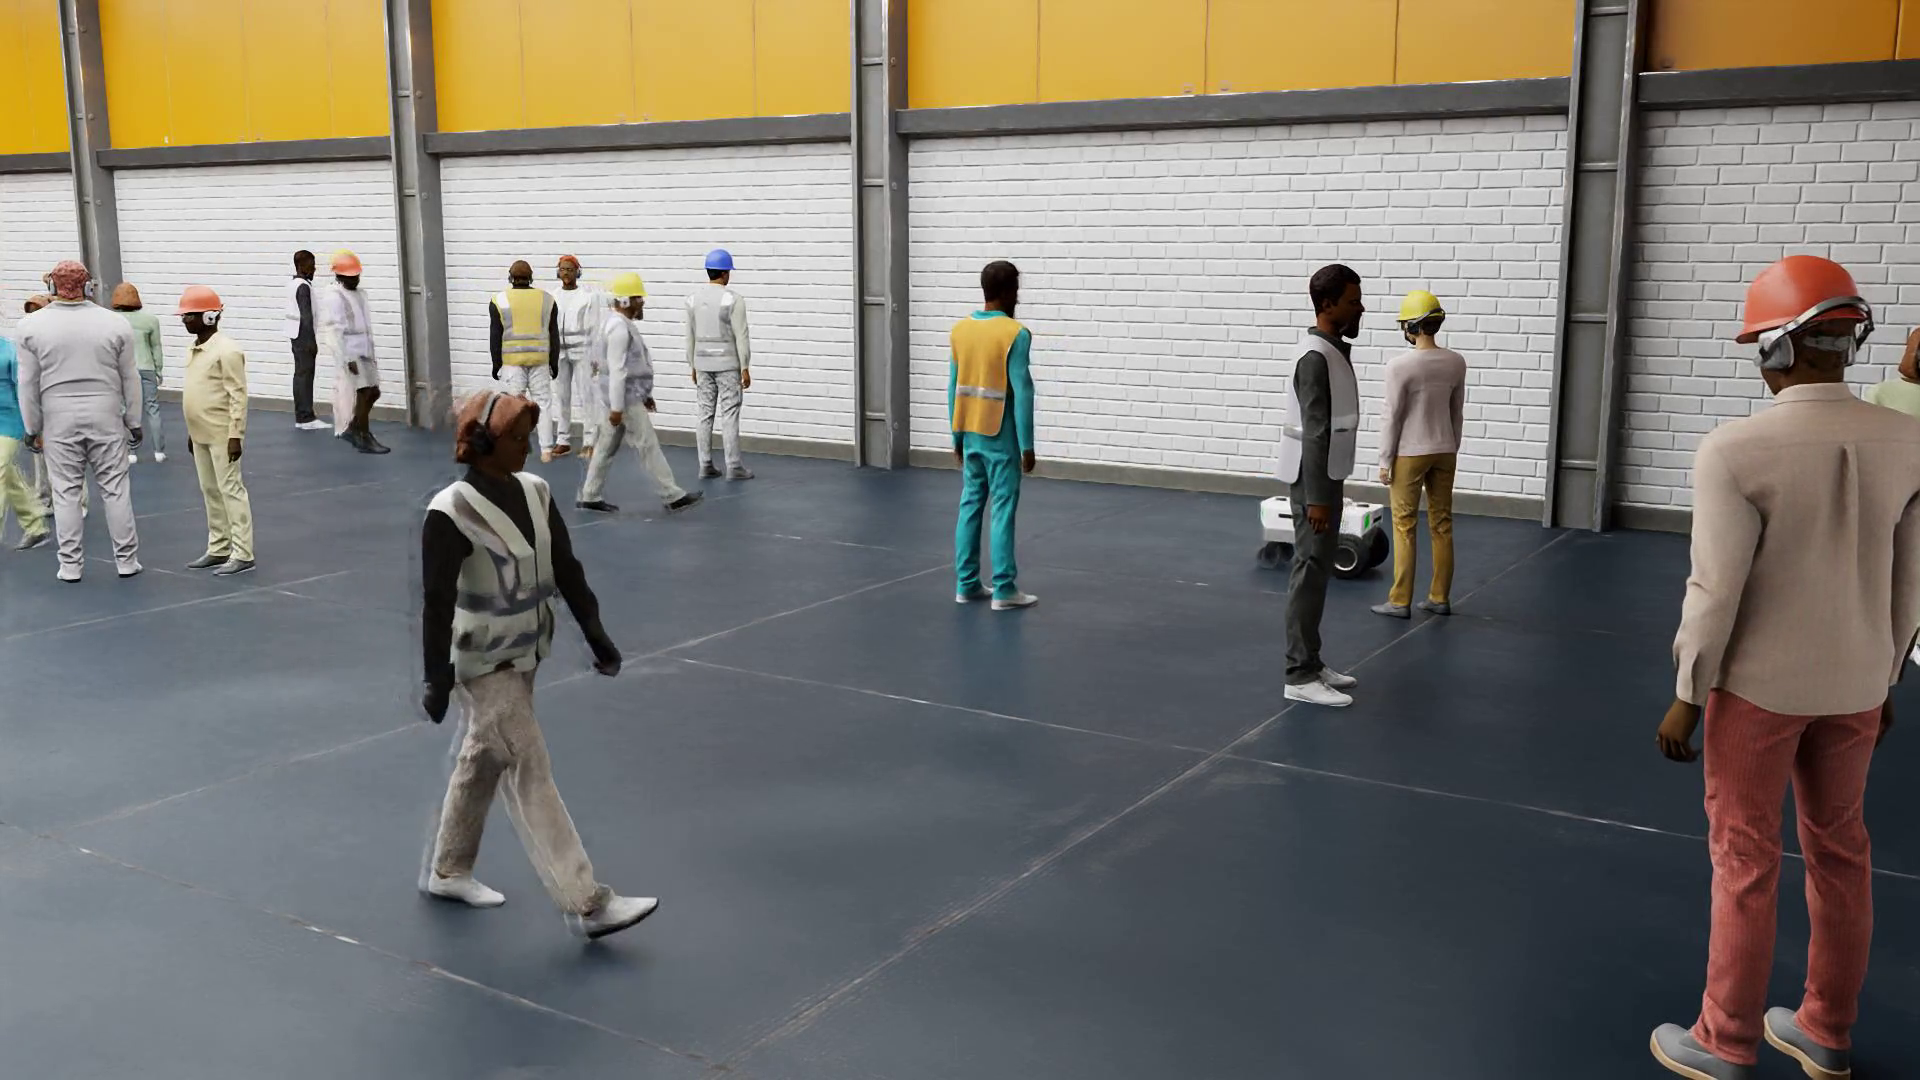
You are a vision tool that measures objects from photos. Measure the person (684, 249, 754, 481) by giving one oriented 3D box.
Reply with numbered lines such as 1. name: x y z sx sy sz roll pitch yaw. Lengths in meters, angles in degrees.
1. person: -2.026 -1.469 14.025 0.614 1.946 0.389 5 11 26

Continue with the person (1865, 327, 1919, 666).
1. person: 4.525 -0.205 7.891 0.500 1.633 0.286 4 11 20

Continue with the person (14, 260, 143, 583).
1. person: -5.213 -0.701 9.889 0.654 1.906 0.408 -6 12 -30

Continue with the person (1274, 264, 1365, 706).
1. person: 1.586 -0.234 7.329 0.386 1.896 0.596 3 11 17

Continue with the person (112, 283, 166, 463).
1. person: -7.528 -1.517 15.161 0.500 1.634 0.286 -7 12 -34

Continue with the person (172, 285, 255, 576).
1. person: -4.546 -0.663 10.101 0.575 1.749 0.334 8 13 38

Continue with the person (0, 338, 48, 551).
1. person: -6.160 -0.722 10.574 0.547 1.697 0.885 3 11 14

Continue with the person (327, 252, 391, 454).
1. person: -5.687 -1.759 15.732 0.504 1.907 0.580 3 11 15

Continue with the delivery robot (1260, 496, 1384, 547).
1. delivery robot: 2.210 -0.127 10.190 0.707 0.478 0.477 6 12 29

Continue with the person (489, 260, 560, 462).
1. person: -3.953 -1.612 15.111 0.633 1.842 0.429 -5 11 -27

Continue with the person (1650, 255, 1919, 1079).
1. person: 1.941 0.336 3.920 0.611 1.987 0.392 -2 10 -11

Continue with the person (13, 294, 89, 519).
1. person: -6.564 -0.954 12.033 0.514 1.639 0.310 -1 10 -5

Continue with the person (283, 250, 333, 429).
1. person: -7.064 -2.151 17.904 0.395 1.915 0.587 -6 12 -31

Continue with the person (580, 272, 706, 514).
1. person: -2.391 -1.066 12.245 0.930 1.781 0.589 -3 11 -15

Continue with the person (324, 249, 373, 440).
1. person: -6.242 -1.980 16.912 0.370 1.929 0.585 -7 12 -32

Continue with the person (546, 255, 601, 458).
1. person: -3.623 -1.705 15.511 0.575 1.884 0.355 2 11 13

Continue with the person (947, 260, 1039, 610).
1. person: 0.167 -0.574 9.161 0.377 1.914 0.597 -10 14 -43

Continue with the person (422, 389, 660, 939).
1. person: -1.253 0.363 4.860 0.891 1.583 0.512 3 11 15

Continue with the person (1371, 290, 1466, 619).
1. person: 2.456 -0.450 8.919 0.524 1.761 0.339 -4 11 -22
